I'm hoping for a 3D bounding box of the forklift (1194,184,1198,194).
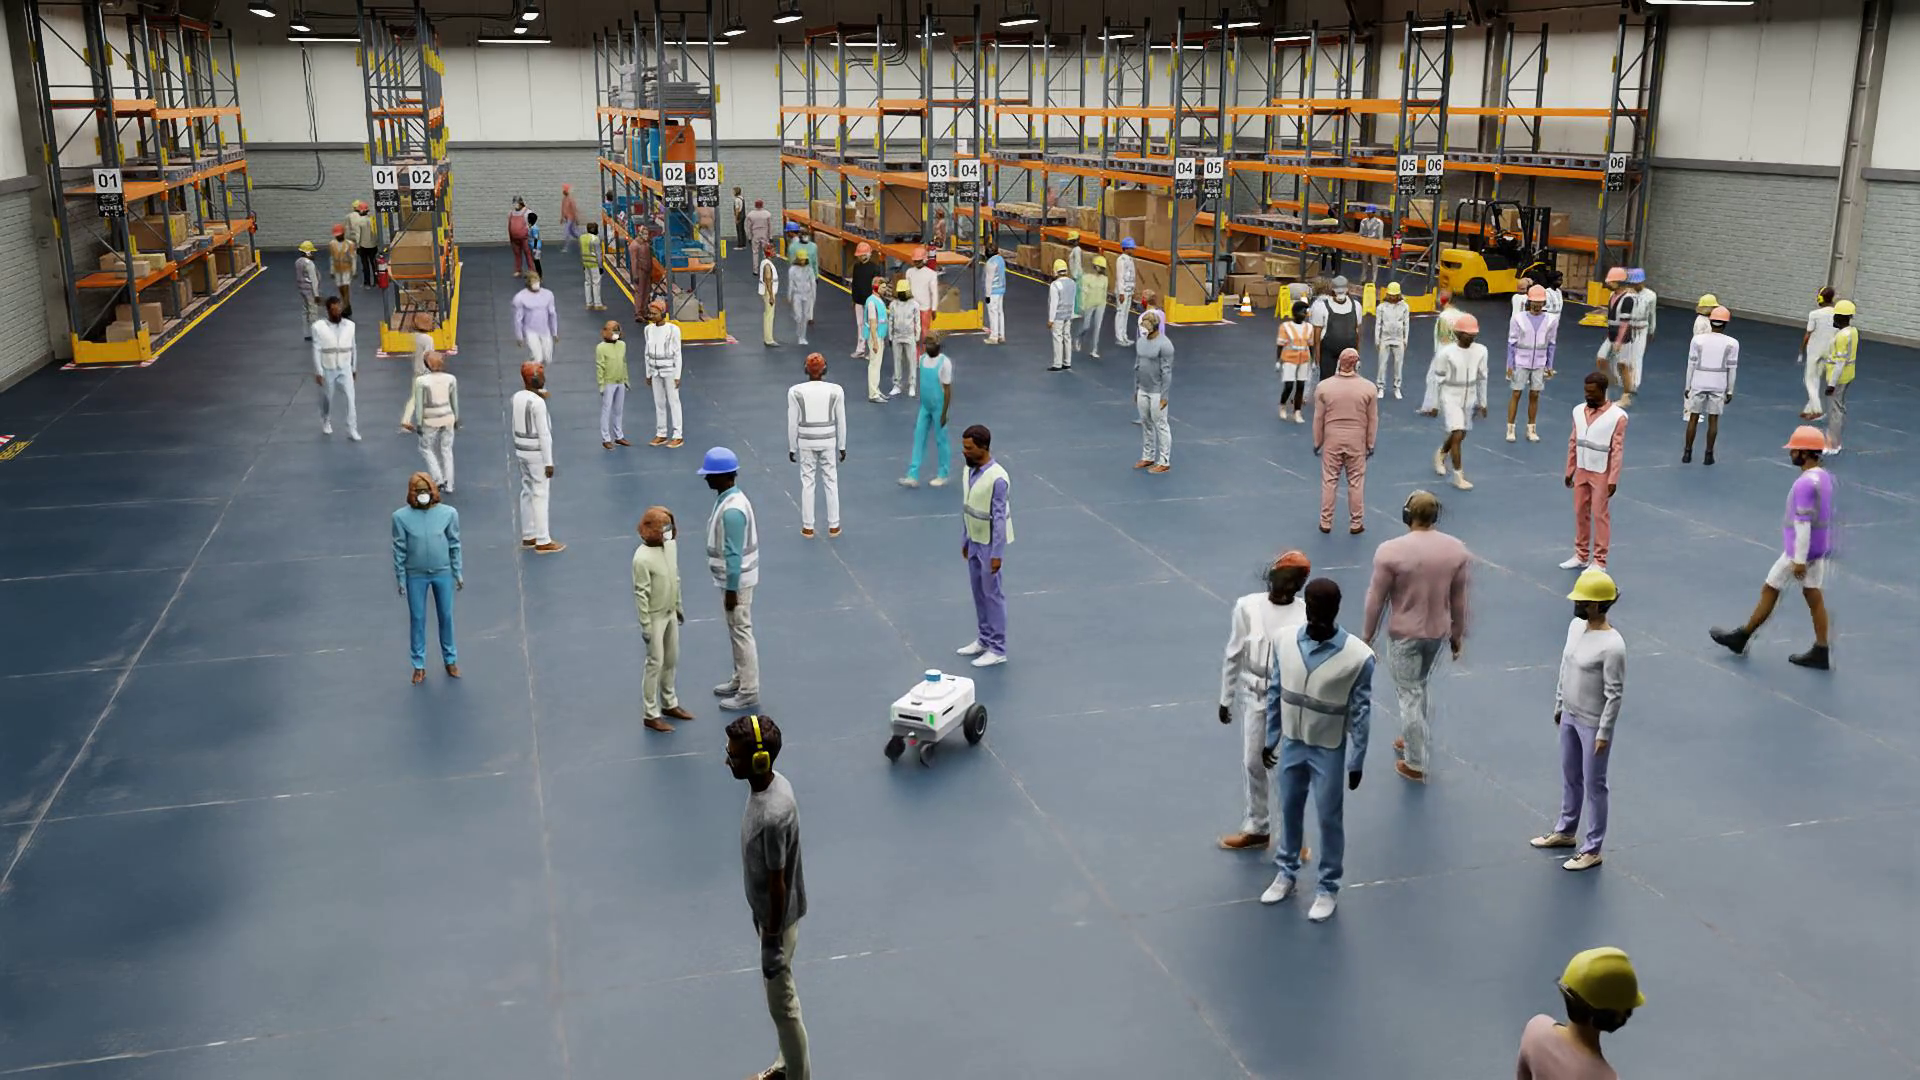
[{"bbox_3d":[7.392,-11.333,53.972,1.873,2.768,1.129,-4,15,-15],"label":"forklift"}]

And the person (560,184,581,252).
[{"bbox_3d":[-11.259,-9.360,48.311,0.876,1.964,0.612,-11,18,-36],"label":"person"}]

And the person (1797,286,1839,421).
[{"bbox_3d":[11.832,-2.561,22.932,0.533,1.857,0.526,-2,15,-9],"label":"person"}]

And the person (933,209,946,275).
[{"bbox_3d":[-0.505,-7.530,42.039,0.307,1.641,0.514,-5,16,-19],"label":"person"}]

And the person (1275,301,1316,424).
[{"bbox_3d":[4.594,-2.429,22.737,0.564,1.688,0.377,-5,16,-19],"label":"person"}]

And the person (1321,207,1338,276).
[{"bbox_3d":[9.319,-7.512,41.863,0.540,1.695,0.318,7,17,25],"label":"person"}]

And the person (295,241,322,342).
[{"bbox_3d":[-11.860,-4.527,30.369,0.599,1.830,0.403,13,20,41],"label":"person"}]

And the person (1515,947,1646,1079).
[{"bbox_3d":[2.000,2.138,5.423,0.331,1.765,0.533,-4,15,-14],"label":"person"}]

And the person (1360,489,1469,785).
[{"bbox_3d":[2.933,0.600,10.918,0.643,1.910,0.763,-5,16,-17],"label":"person"}]

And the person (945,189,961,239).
[{"bbox_3d":[-0.218,-10.334,52.626,0.506,1.628,0.278,5,16,17],"label":"person"}]

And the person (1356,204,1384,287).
[{"bbox_3d":[9.652,-6.925,39.172,0.615,1.945,0.406,14,20,41],"label":"person"}]

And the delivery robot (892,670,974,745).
[{"bbox_3d":[-0.181,1.129,11.357,0.477,0.478,0.707,7,16,24],"label":"delivery robot"}]

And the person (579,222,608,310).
[{"bbox_3d":[-7.710,-5.762,35.007,0.632,1.839,0.429,13,19,39],"label":"person"}]

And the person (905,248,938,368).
[{"bbox_3d":[-0.668,-3.832,27.486,0.650,1.977,0.484,7,17,26],"label":"person"}]

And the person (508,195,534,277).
[{"bbox_3d":[-10.960,-7.572,41.431,0.682,2.000,0.535,3,15,13],"label":"person"}]

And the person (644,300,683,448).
[{"bbox_3d":[-3.787,-2.120,21.233,0.578,1.879,0.348,8,17,28],"label":"person"}]

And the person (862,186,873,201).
[{"bbox_3d":[-2.699,-9.537,49.184,0.514,1.860,0.328,11,18,35],"label":"person"}]

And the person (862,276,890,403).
[{"bbox_3d":[-1.230,-2.935,24.365,0.390,1.840,0.565,1,15,5],"label":"person"}]

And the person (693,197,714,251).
[{"bbox_3d":[-7.431,-9.346,48.487,0.630,1.842,0.429,2,15,9],"label":"person"}]

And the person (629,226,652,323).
[{"bbox_3d":[-6.310,-5.285,33.112,0.400,1.892,0.661,5,16,18],"label":"person"}]

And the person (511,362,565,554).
[{"bbox_3d":[-4.159,-0.808,16.276,0.337,1.882,0.584,-13,19,-39],"label":"person"}]

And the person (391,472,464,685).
[{"bbox_3d":[-4.048,0.284,12.679,0.511,1.641,0.327,-7,16,-25],"label":"person"}]

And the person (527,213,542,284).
[{"bbox_3d":[-10.232,-7.016,39.996,0.318,1.697,0.535,-5,16,-19],"label":"person"}]

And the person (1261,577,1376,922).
[{"bbox_3d":[1.935,1.109,9.024,0.594,1.910,0.391,11,19,37],"label":"person"}]

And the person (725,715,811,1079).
[{"bbox_3d":[-0.820,1.628,7.170,0.328,1.861,0.506,-3,15,-12],"label":"person"}]

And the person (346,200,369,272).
[{"bbox_3d":[-15.385,-7.783,42.651,0.615,1.816,0.412,0,15,-1],"label":"person"}]

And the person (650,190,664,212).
[{"bbox_3d":[-8.345,-8.758,46.141,0.598,1.916,0.398,13,20,41],"label":"person"}]

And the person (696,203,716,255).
[{"bbox_3d":[-7.044,-8.846,46.518,0.657,1.886,0.489,4,15,14],"label":"person"}]

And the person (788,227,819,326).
[{"bbox_3d":[-3.055,-5.146,32.522,0.632,1.932,0.367,-8,17,-28],"label":"person"}]

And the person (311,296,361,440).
[{"bbox_3d":[-8.226,-2.281,21.829,0.597,1.892,0.887,-12,19,-38],"label":"person"}]

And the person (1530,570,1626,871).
[{"bbox_3d":[3.596,1.029,9.594,0.315,1.768,0.526,-3,15,-12],"label":"person"}]

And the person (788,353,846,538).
[{"bbox_3d":[-1.442,-0.950,16.811,0.585,1.882,0.337,-2,15,-9],"label":"person"}]

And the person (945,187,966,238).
[{"bbox_3d":[-0.142,-10.532,52.994,0.615,1.822,0.657,2,15,8],"label":"person"}]

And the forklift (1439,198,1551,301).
[{"bbox_3d":[11.913,-6.508,37.130,2.313,2.155,1.214,-4,15,-15],"label":"forklift"}]

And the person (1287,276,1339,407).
[{"bbox_3d":[5.224,-2.830,23.849,0.920,1.911,0.629,8,17,27],"label":"person"}]

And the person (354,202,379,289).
[{"bbox_3d":[-13.884,-6.885,38.928,0.371,1.997,0.622,9,17,30],"label":"person"}]

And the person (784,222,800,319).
[{"bbox_3d":[-3.334,-5.441,33.590,0.405,1.946,0.610,-3,15,-11],"label":"person"}]

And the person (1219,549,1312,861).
[{"bbox_3d":[1.829,0.957,9.674,0.643,1.869,0.355,11,18,35],"label":"person"}]

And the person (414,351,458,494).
[{"bbox_3d":[-5.874,-1.316,18.685,0.538,1.622,0.386,-13,20,-41],"label":"person"}]
